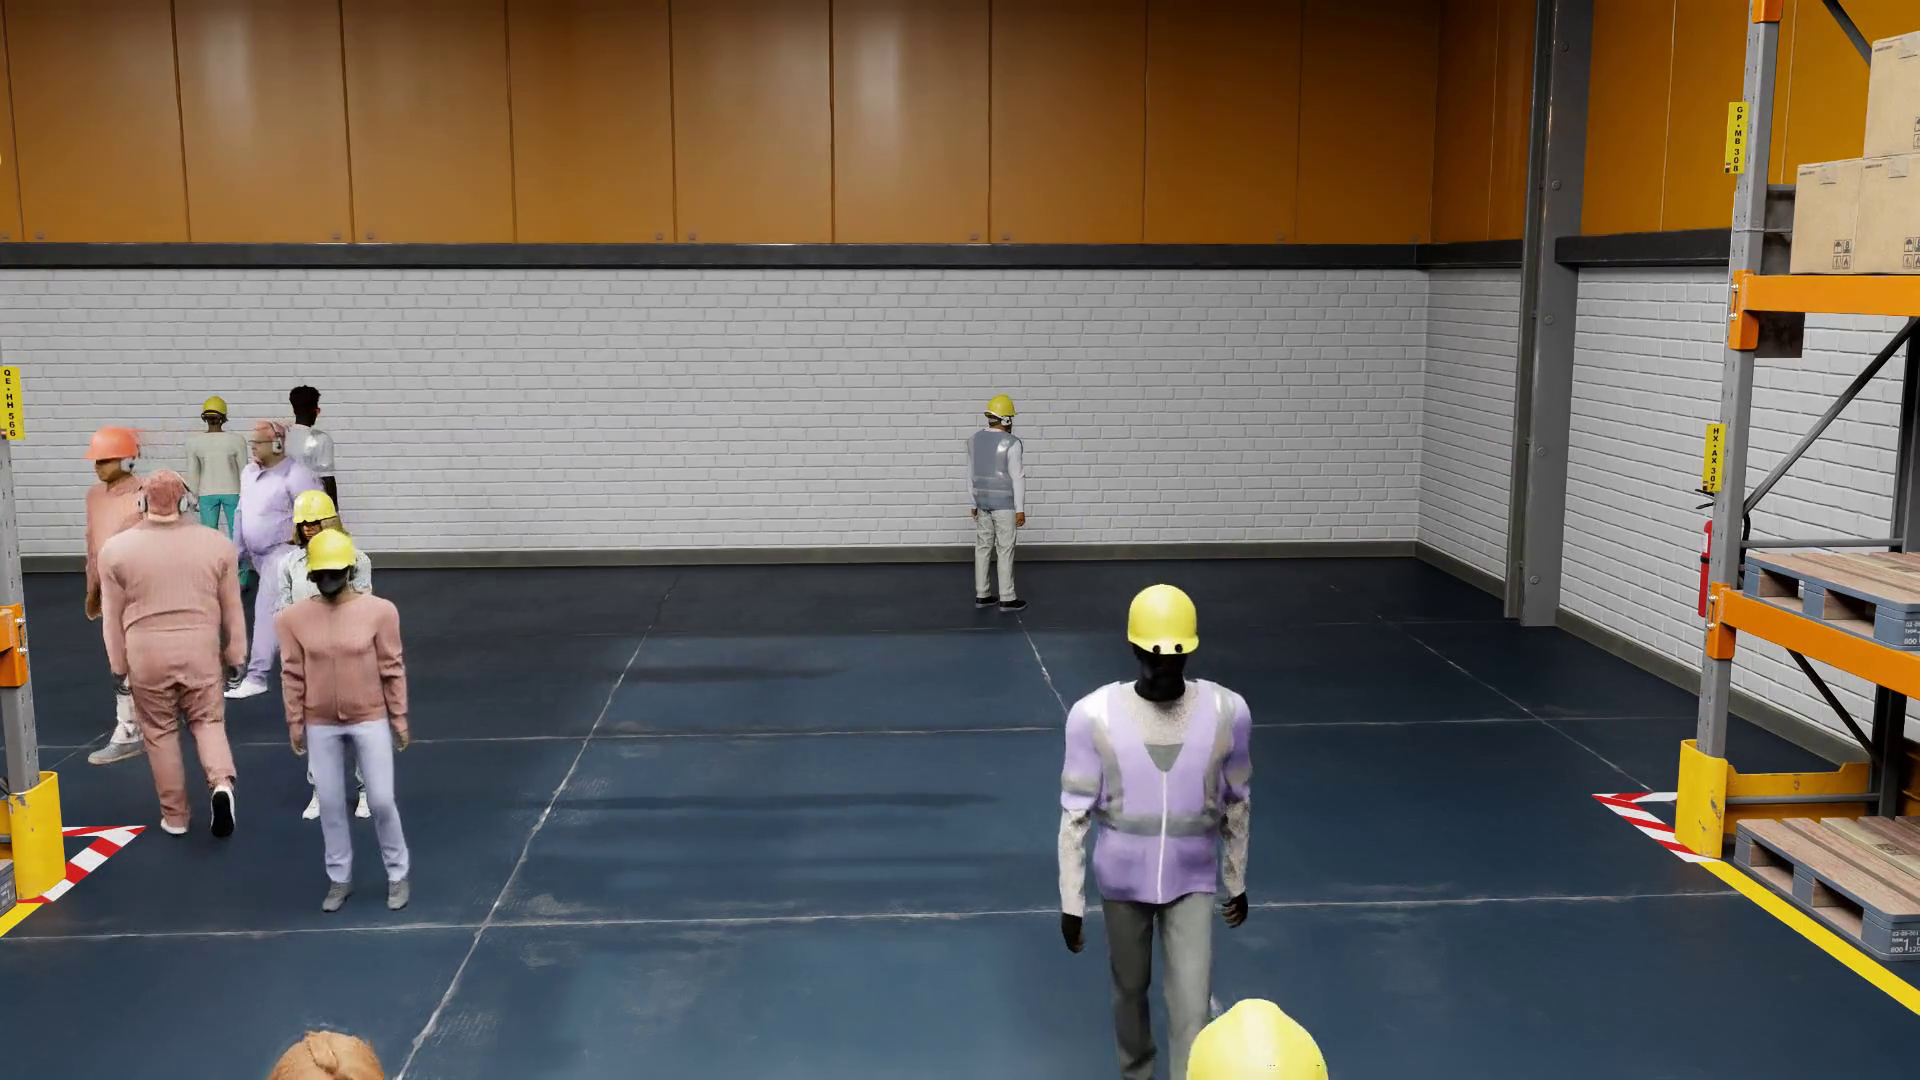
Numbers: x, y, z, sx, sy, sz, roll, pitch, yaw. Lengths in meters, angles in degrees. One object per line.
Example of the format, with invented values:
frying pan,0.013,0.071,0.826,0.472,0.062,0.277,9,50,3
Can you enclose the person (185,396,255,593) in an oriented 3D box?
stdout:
person,-6.564,-0.391,14.773,0.522,1.769,0.311,-3,9,-16

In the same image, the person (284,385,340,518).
person,-5.271,-0.272,13.428,0.607,1.958,0.373,3,10,20

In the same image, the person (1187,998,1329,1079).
person,0.411,1.563,2.409,0.600,1.803,0.874,0,9,-2

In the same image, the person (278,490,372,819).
person,-3.293,0.599,8.662,0.486,1.736,0.314,0,9,-1

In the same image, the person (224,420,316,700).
person,-4.662,0.095,11.443,0.634,1.866,0.992,7,11,36

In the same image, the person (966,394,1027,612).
person,0.329,-0.316,14.092,0.599,1.830,0.403,8,12,42

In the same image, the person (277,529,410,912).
person,-2.709,0.806,7.340,0.531,1.741,0.422,-2,9,-10

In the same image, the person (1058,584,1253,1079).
person,0.615,1.078,5.163,0.615,1.878,0.976,0,9,2

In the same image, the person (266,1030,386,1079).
person,-1.079,1.579,2.877,0.510,1.609,0.638,-3,9,-17

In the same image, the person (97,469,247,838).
person,-3.879,0.593,8.251,0.641,1.884,0.649,-5,11,-31

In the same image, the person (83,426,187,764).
person,-4.876,0.286,9.894,0.621,1.970,0.806,6,11,31
